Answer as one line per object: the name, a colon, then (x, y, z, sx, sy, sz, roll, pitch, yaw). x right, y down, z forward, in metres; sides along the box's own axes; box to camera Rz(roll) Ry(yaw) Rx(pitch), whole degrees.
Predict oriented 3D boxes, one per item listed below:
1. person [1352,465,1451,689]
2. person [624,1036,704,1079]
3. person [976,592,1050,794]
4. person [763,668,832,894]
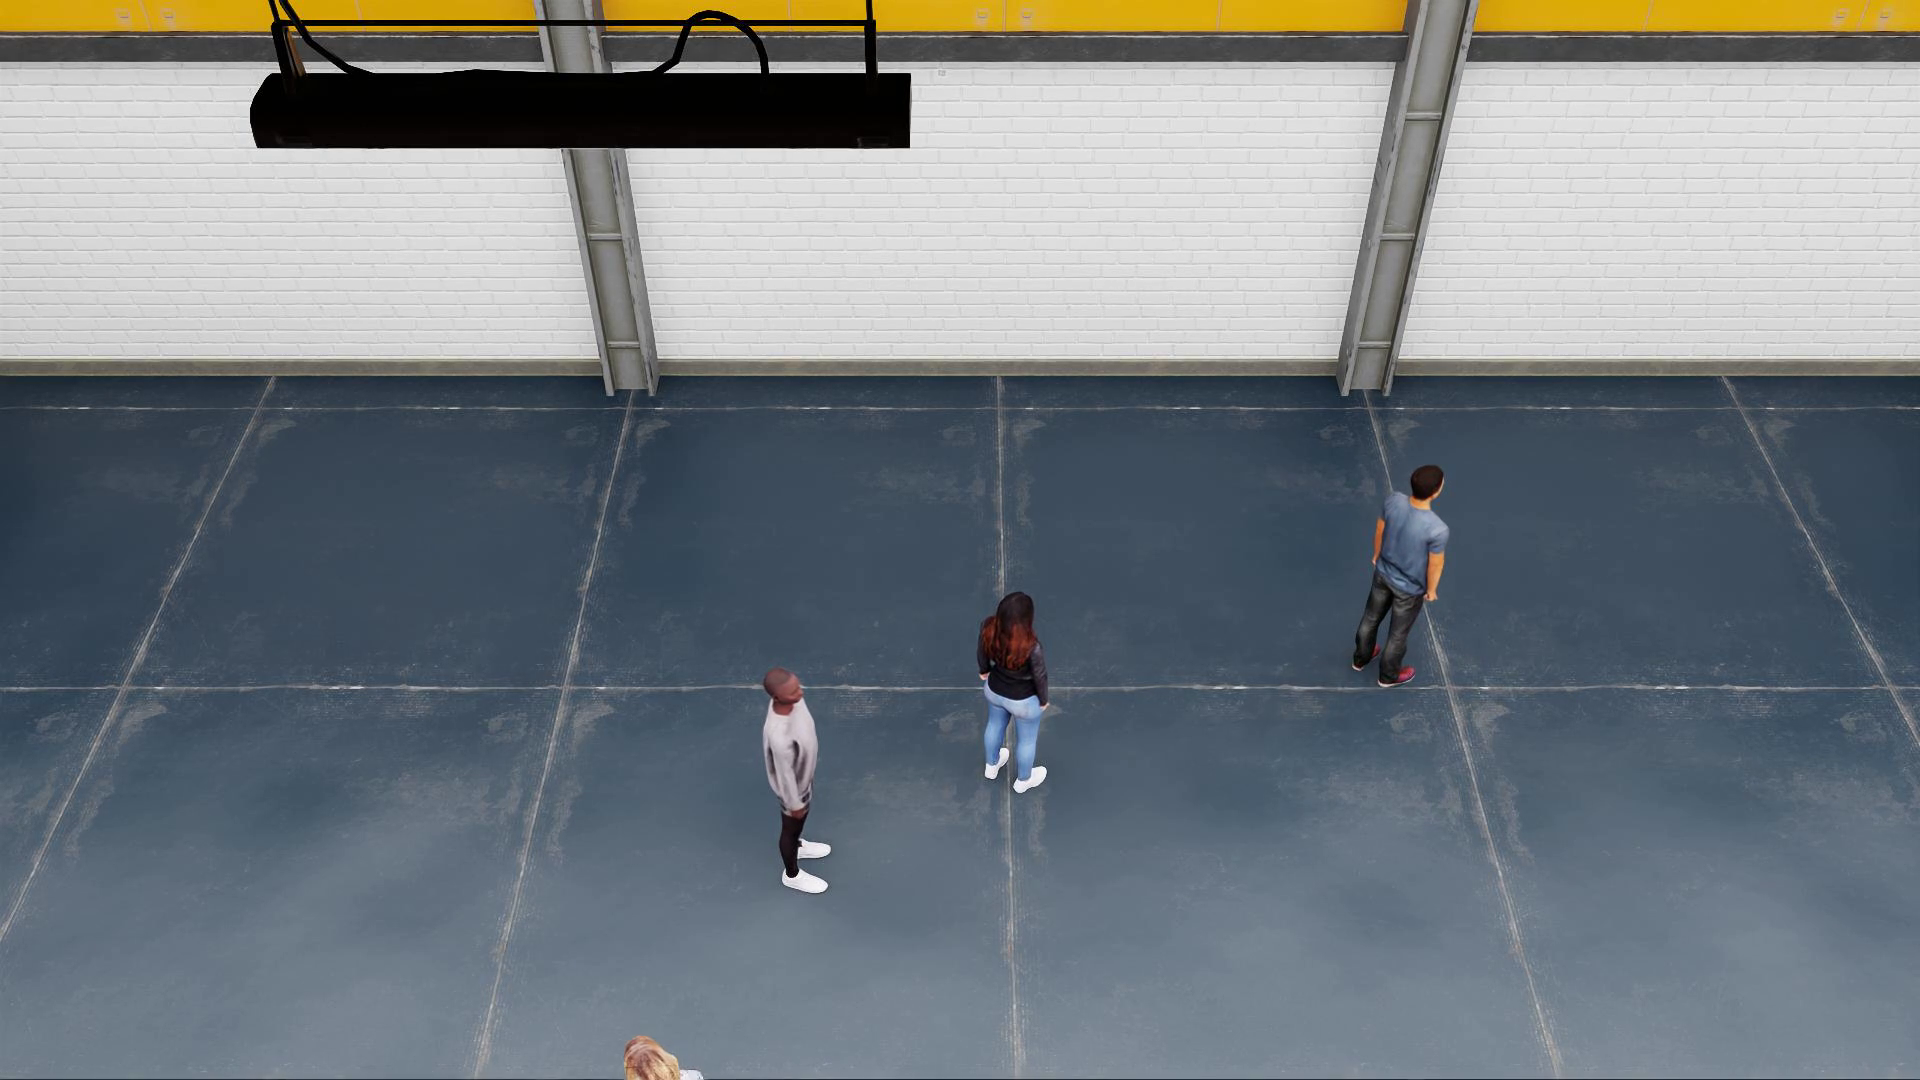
person: (2.863, 0.224, 10.790, 0.758, 1.809, 0.726, -30, 51, -28)
person: (-1.341, 2.992, 7.912, 1.065, 1.770, 0.932, -16, 46, -16)
person: (0.330, 0.919, 10.187, 0.695, 1.634, 0.794, 26, 49, 24)
person: (-0.982, 1.365, 9.620, 0.538, 1.771, 0.620, 3, 44, 3)
